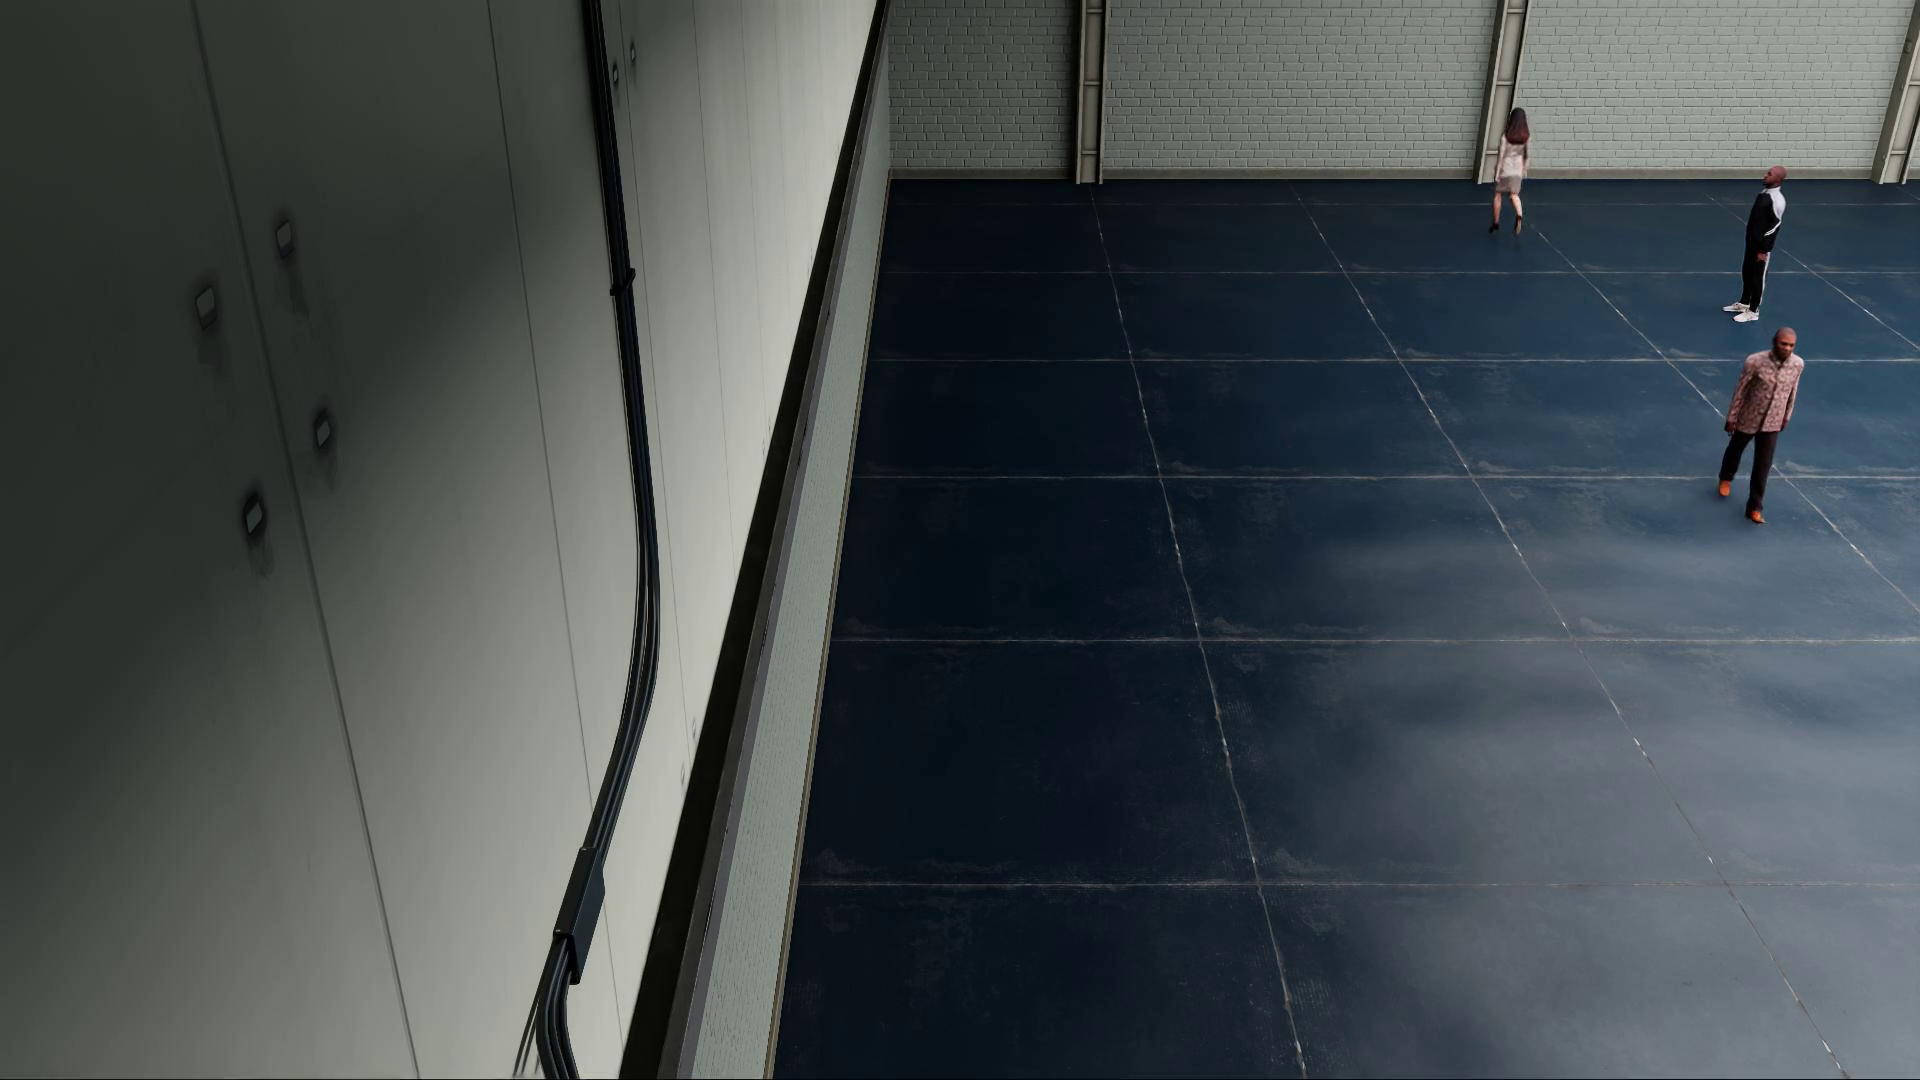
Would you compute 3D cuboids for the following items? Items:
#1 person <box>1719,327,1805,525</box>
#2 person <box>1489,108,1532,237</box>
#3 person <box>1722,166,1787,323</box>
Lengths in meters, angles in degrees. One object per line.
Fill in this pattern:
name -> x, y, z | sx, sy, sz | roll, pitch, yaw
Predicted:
person -> 7.206, -1.107, 15.060 | 1.205, 1.751, 0.950 | 6, 29, 12
person -> 7.332, -4.832, 22.078 | 0.942, 1.729, 0.749 | -5, 28, -8
person -> 9.369, -3.481, 19.437 | 0.563, 1.827, 0.663 | 2, 28, 4
